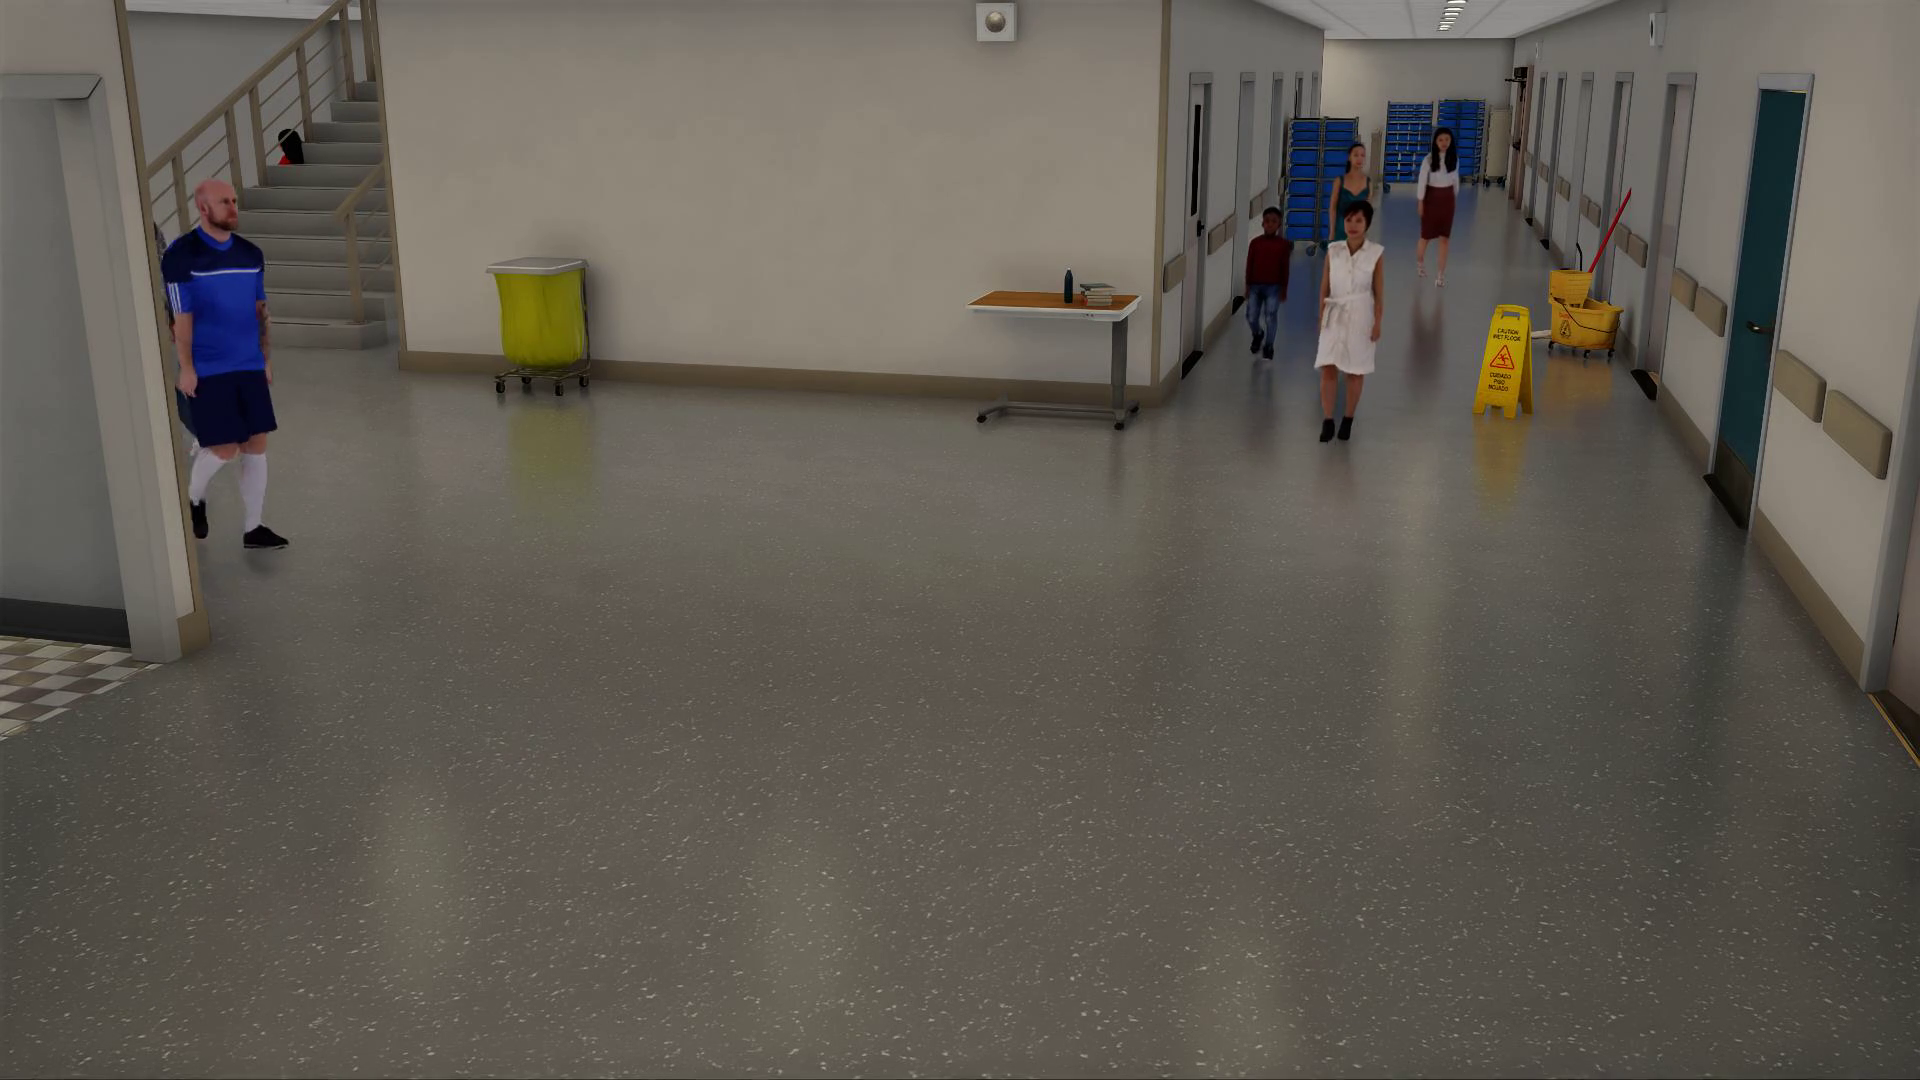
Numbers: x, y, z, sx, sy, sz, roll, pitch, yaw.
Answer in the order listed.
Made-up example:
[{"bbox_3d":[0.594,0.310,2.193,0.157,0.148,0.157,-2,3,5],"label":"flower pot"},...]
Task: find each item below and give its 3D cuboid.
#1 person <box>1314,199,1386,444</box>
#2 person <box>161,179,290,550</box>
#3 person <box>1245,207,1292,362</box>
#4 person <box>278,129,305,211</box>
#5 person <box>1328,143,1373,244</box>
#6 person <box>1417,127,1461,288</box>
[{"bbox_3d":[2.502,-1.396,10.649,0.581,1.538,0.689,5,17,18],"label":"person"},{"bbox_3d":[-3.642,-0.833,8.117,0.860,1.828,0.828,10,18,31],"label":"person"},{"bbox_3d":[2.535,-2.115,13.740,0.523,1.245,0.633,5,17,19],"label":"person"},{"bbox_3d":[-6.891,-3.384,17.313,0.691,1.749,0.569,2,16,9],"label":"person"},{"bbox_3d":[3.584,-2.806,15.456,0.722,1.644,1.071,1,16,3],"label":"person"},{"bbox_3d":[5.229,-3.630,18.288,0.784,1.693,1.195,1,16,2],"label":"person"}]
